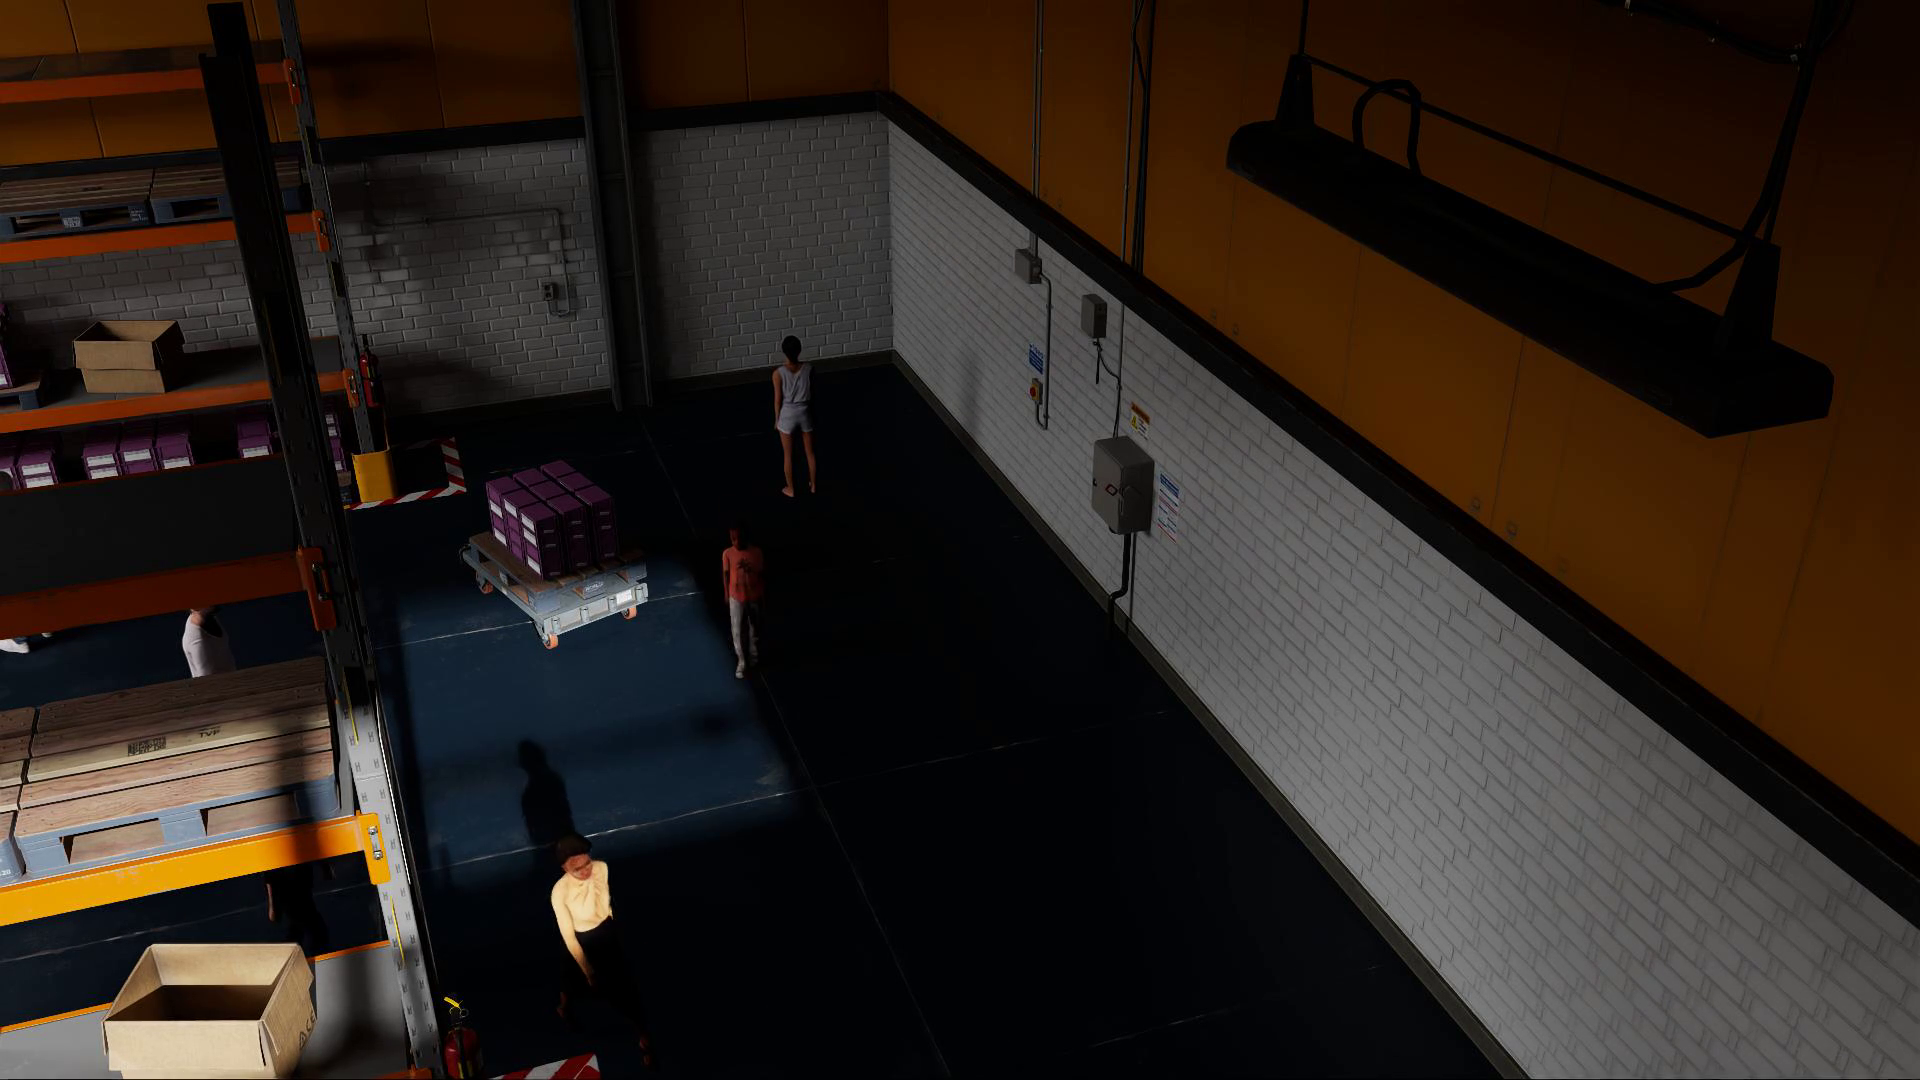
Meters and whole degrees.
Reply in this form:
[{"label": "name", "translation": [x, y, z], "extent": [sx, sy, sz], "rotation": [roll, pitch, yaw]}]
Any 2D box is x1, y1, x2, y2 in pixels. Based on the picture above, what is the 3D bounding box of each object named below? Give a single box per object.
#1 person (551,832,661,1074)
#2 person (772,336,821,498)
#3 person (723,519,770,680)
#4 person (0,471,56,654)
[{"label": "person", "translation": [-2.129, 2.274, 9.288], "extent": [0.928, 1.607, 1.020], "rotation": [20, 35, 33]}, {"label": "person", "translation": [-1.532, -1.158, 15.585], "extent": [0.478, 1.601, 0.617], "rotation": [-10, 30, -18]}, {"label": "person", "translation": [-1.672, 0.390, 13.069], "extent": [0.664, 1.293, 0.655], "rotation": [-3, 29, -5]}, {"label": "person", "translation": [-7.602, 0.037, 13.169], "extent": [0.795, 1.816, 0.734], "rotation": [13, 31, 22]}]
